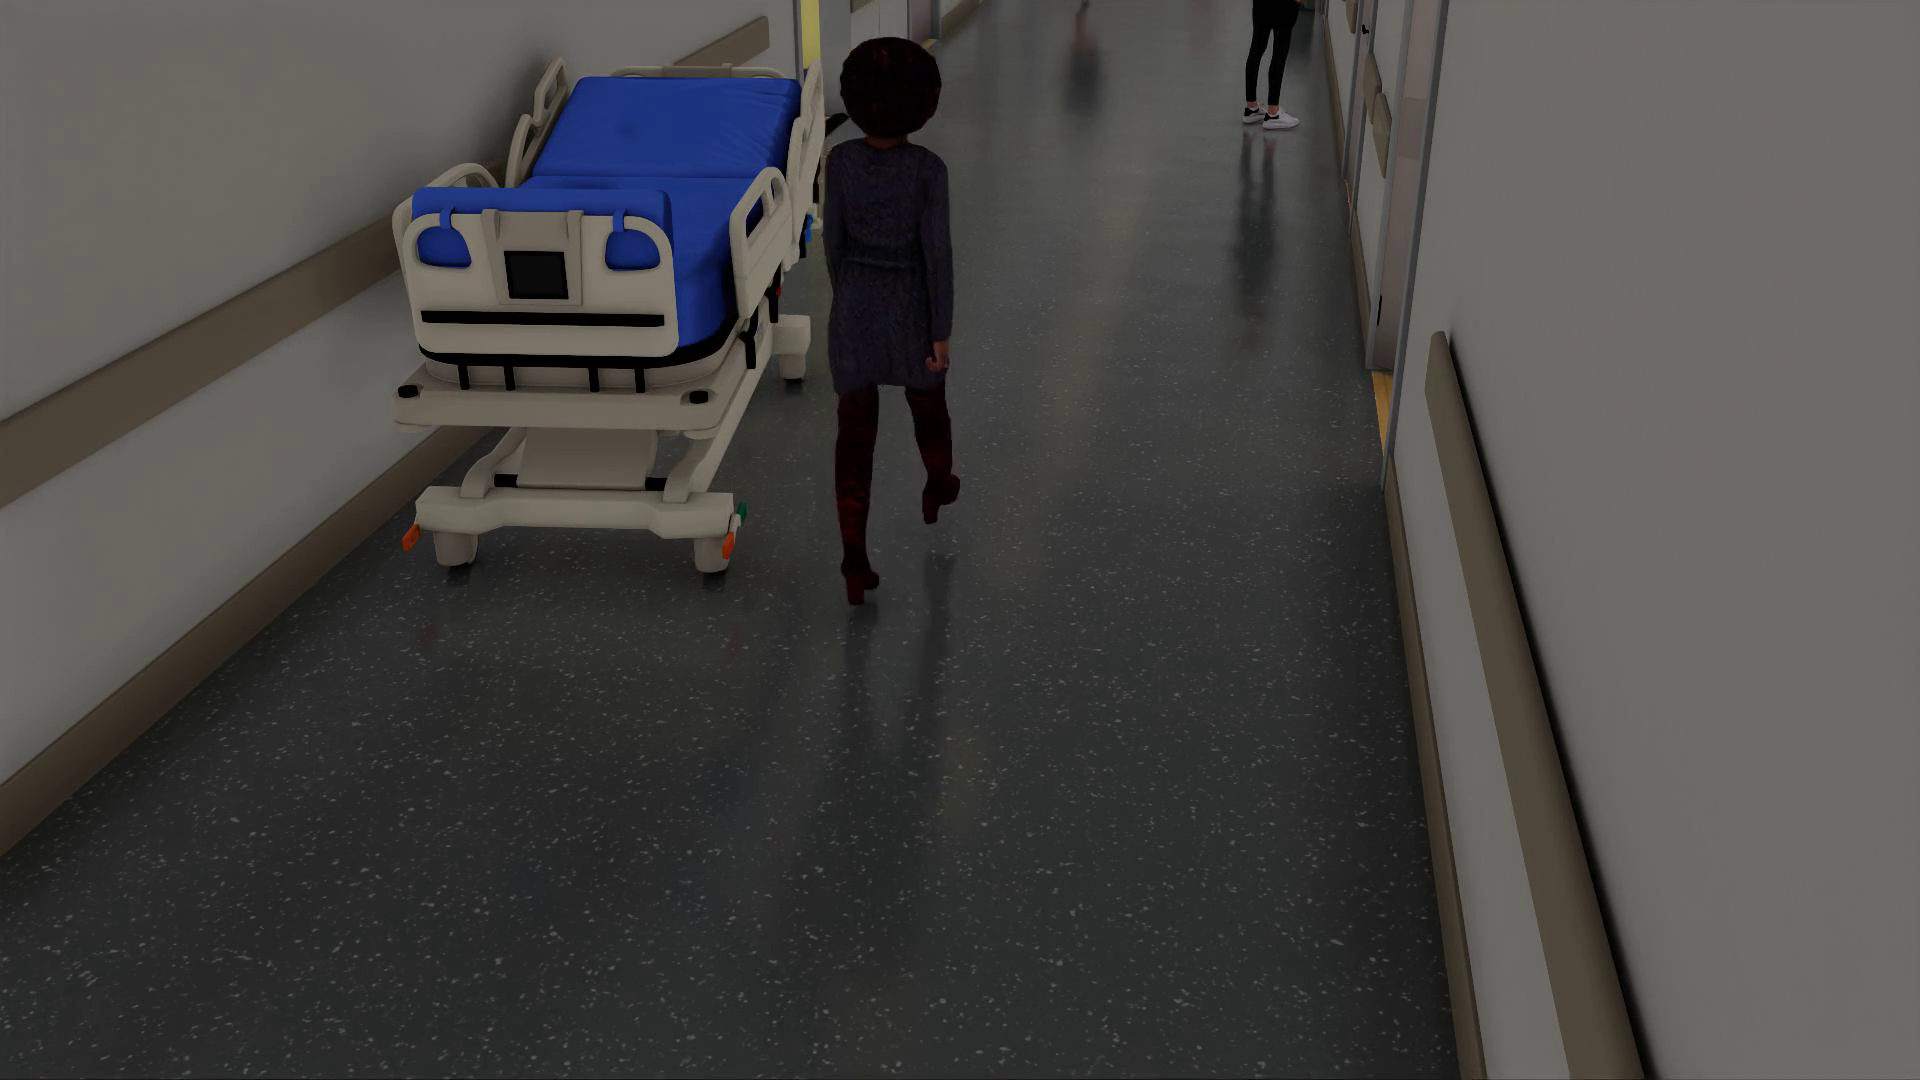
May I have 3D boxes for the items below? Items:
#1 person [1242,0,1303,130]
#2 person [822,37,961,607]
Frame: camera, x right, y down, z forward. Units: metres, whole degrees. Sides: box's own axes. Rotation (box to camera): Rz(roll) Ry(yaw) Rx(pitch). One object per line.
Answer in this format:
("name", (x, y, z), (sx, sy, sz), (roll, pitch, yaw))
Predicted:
("person", (2.161, -3.762, 11.432), (0.726, 1.799, 0.686), (-14, 29, -26))
("person", (-0.256, -0.602, 5.029), (1.033, 1.669, 0.743), (7, 27, 14))
